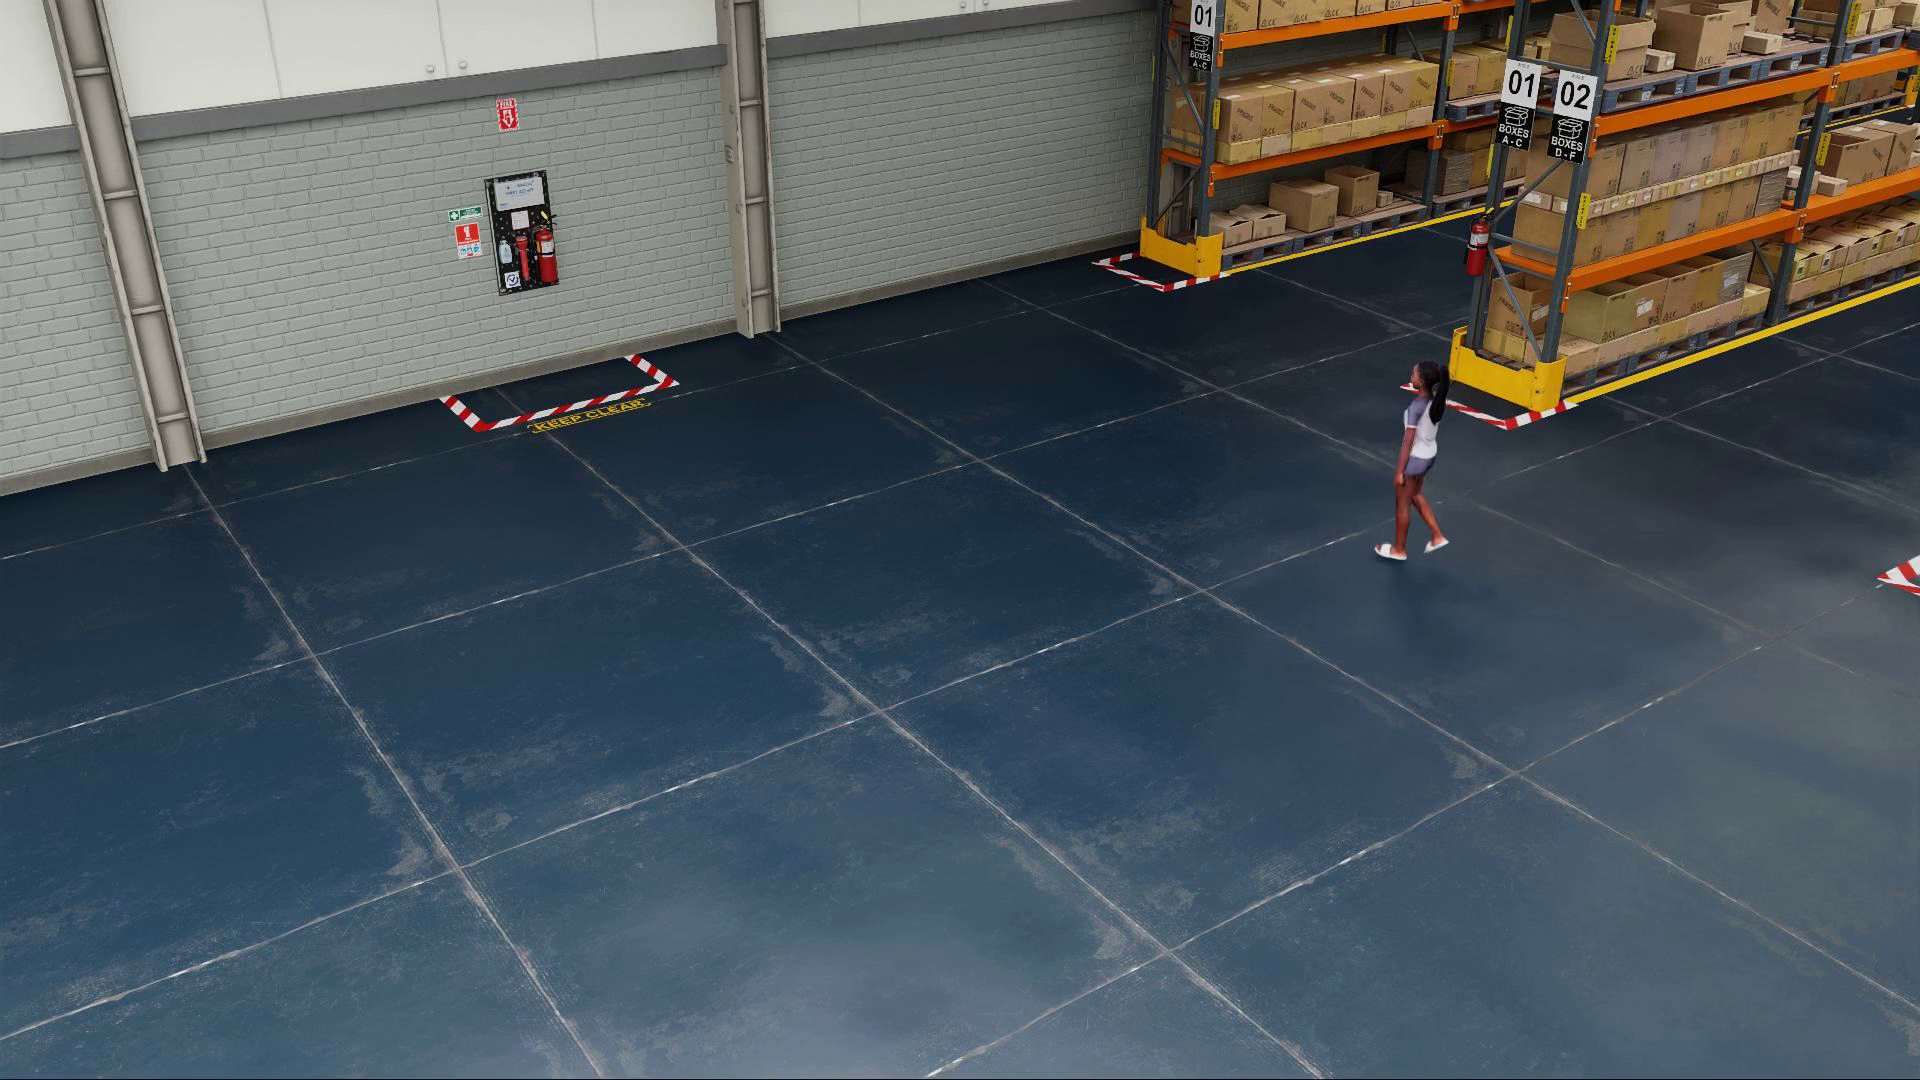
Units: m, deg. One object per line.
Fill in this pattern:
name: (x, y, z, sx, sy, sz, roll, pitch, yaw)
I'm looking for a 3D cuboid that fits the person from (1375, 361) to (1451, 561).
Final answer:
person: (3.654, -0.580, 13.049, 0.811, 1.714, 0.831, 21, 34, 34)
